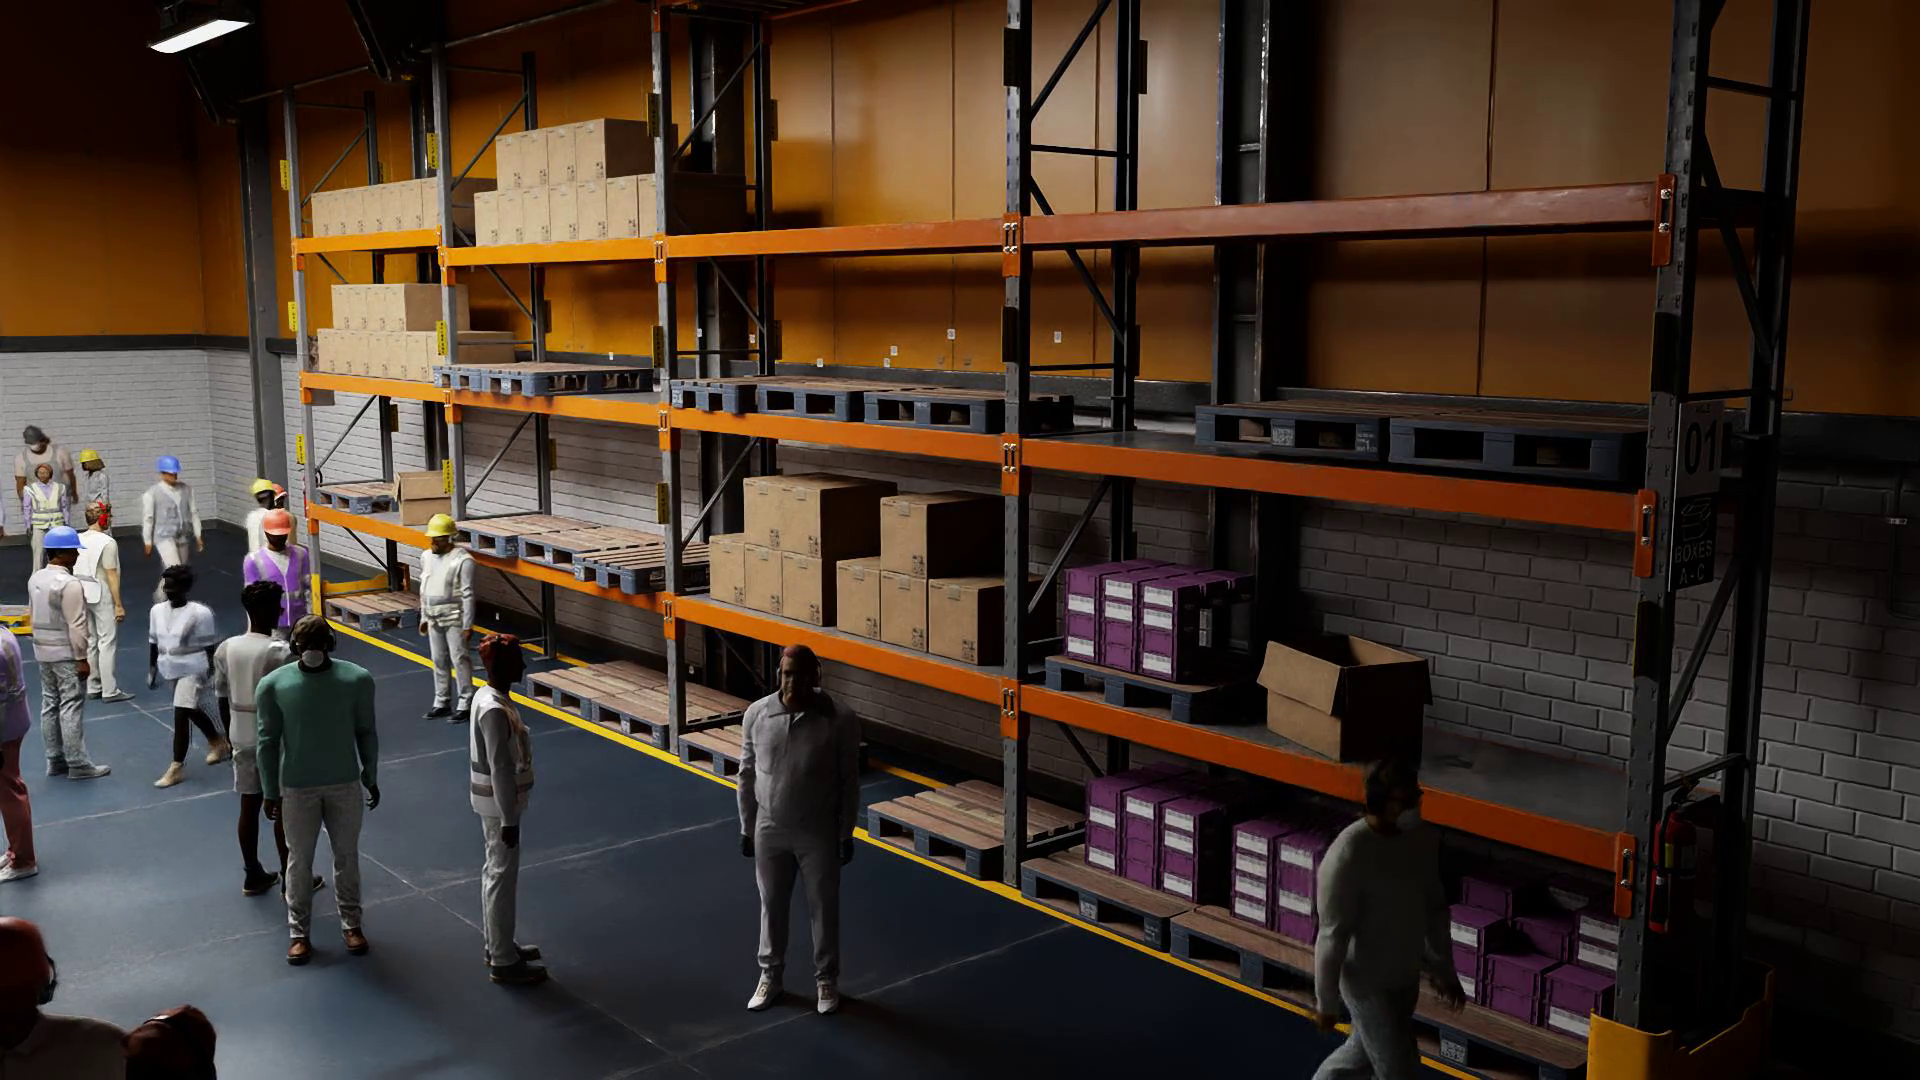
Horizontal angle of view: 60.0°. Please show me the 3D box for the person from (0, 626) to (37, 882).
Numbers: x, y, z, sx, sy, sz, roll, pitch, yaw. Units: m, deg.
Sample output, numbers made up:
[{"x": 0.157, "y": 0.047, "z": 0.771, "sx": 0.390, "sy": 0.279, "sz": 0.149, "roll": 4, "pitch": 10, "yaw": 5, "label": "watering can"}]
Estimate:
[{"x": -6.084, "y": 1.197, "z": 10.476, "sx": 0.407, "sy": 1.919, "sz": 0.582, "roll": -4, "pitch": 9, "yaw": -26, "label": "person"}]

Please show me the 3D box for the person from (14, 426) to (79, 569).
[{"x": -12.439, "y": -0.617, "z": 22.634, "sx": 0.715, "sy": 2.000, "sz": 0.830, "roll": -3, "pitch": 9, "yaw": -18, "label": "person"}]

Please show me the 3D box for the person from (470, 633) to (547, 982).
[{"x": -2.451, "y": 1.429, "z": 8.958, "sx": 0.350, "sy": 1.882, "sz": 0.583, "roll": -3, "pitch": 9, "yaw": -19, "label": "person"}]

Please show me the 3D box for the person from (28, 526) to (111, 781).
[{"x": -6.834, "y": 0.862, "z": 12.688, "sx": 0.605, "sy": 1.944, "sz": 0.402, "roll": 5, "pitch": 10, "yaw": 33, "label": "person"}]

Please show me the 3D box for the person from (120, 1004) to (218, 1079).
[{"x": -1.948, "y": 2.100, "z": 4.330, "sx": 0.583, "sy": 1.878, "sz": 0.352, "roll": 2, "pitch": 8, "yaw": 15, "label": "person"}]

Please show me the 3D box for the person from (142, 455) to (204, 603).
[{"x": -9.087, "y": -0.040, "z": 19.083, "sx": 0.898, "sy": 1.916, "sz": 0.599, "roll": 5, "pitch": 9, "yaw": 29, "label": "person"}]

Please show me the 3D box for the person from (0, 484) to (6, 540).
[{"x": -11.920, "y": -0.193, "z": 20.130, "sx": 0.626, "sy": 1.910, "sz": 0.693, "roll": -6, "pitch": 10, "yaw": -36, "label": "person"}]

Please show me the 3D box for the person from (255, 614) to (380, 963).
[{"x": -3.550, "y": 1.361, "z": 9.238, "sx": 0.638, "sy": 1.938, "sz": 0.357, "roll": -4, "pitch": 9, "yaw": -26, "label": "person"}]

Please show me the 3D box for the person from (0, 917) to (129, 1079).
[{"x": -2.603, "y": 1.999, "z": 4.653, "sx": 0.618, "sy": 1.986, "sz": 0.408, "roll": -4, "pitch": 9, "yaw": -24, "label": "person"}]

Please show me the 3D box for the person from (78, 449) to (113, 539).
[{"x": -11.261, "y": -0.323, "z": 21.673, "sx": 0.490, "sy": 1.732, "sz": 0.324, "roll": 5, "pitch": 10, "yaw": 32, "label": "person"}]

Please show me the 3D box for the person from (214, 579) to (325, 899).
[{"x": -4.238, "y": 1.213, "z": 10.166, "sx": 0.607, "sy": 1.966, "sz": 0.373, "roll": 3, "pitch": 9, "yaw": 18, "label": "person"}]

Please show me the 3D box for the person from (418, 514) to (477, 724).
[{"x": -4.442, "y": 0.677, "z": 14.393, "sx": 0.593, "sy": 1.830, "sz": 0.403, "roll": 5, "pitch": 9, "yaw": 30, "label": "person"}]

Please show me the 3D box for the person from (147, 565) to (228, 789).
[{"x": -5.922, "y": 0.993, "z": 12.760, "sx": 0.534, "sy": 1.662, "sz": 0.865, "roll": 3, "pitch": 9, "yaw": 17, "label": "person"}]

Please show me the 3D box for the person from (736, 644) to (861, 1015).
[{"x": -0.835, "y": 1.476, "z": 8.537, "sx": 0.643, "sy": 1.913, "sz": 0.411, "roll": 1, "pitch": 8, "yaw": 7, "label": "person"}]

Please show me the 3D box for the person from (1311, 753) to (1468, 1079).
[{"x": 1.655, "y": 1.756, "z": 6.666, "sx": 0.631, "sy": 1.899, "sz": 0.986, "roll": -8, "pitch": 11, "yaw": -43, "label": "person"}]

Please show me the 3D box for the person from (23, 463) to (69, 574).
[{"x": -11.422, "y": -0.155, "z": 20.819, "sx": 0.516, "sy": 1.636, "sz": 0.314, "roll": -7, "pitch": 11, "yaw": -42, "label": "person"}]

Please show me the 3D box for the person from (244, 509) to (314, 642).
[{"x": -5.705, "y": 0.686, "z": 14.004, "sx": 0.548, "sy": 1.923, "sz": 0.391, "roll": -8, "pitch": 11, "yaw": -43, "label": "person"}]

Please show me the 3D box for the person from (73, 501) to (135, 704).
[{"x": -7.821, "y": 0.570, "z": 15.103, "sx": 0.560, "sy": 1.836, "sz": 0.394, "roll": 5, "pitch": 10, "yaw": 31, "label": "person"}]
